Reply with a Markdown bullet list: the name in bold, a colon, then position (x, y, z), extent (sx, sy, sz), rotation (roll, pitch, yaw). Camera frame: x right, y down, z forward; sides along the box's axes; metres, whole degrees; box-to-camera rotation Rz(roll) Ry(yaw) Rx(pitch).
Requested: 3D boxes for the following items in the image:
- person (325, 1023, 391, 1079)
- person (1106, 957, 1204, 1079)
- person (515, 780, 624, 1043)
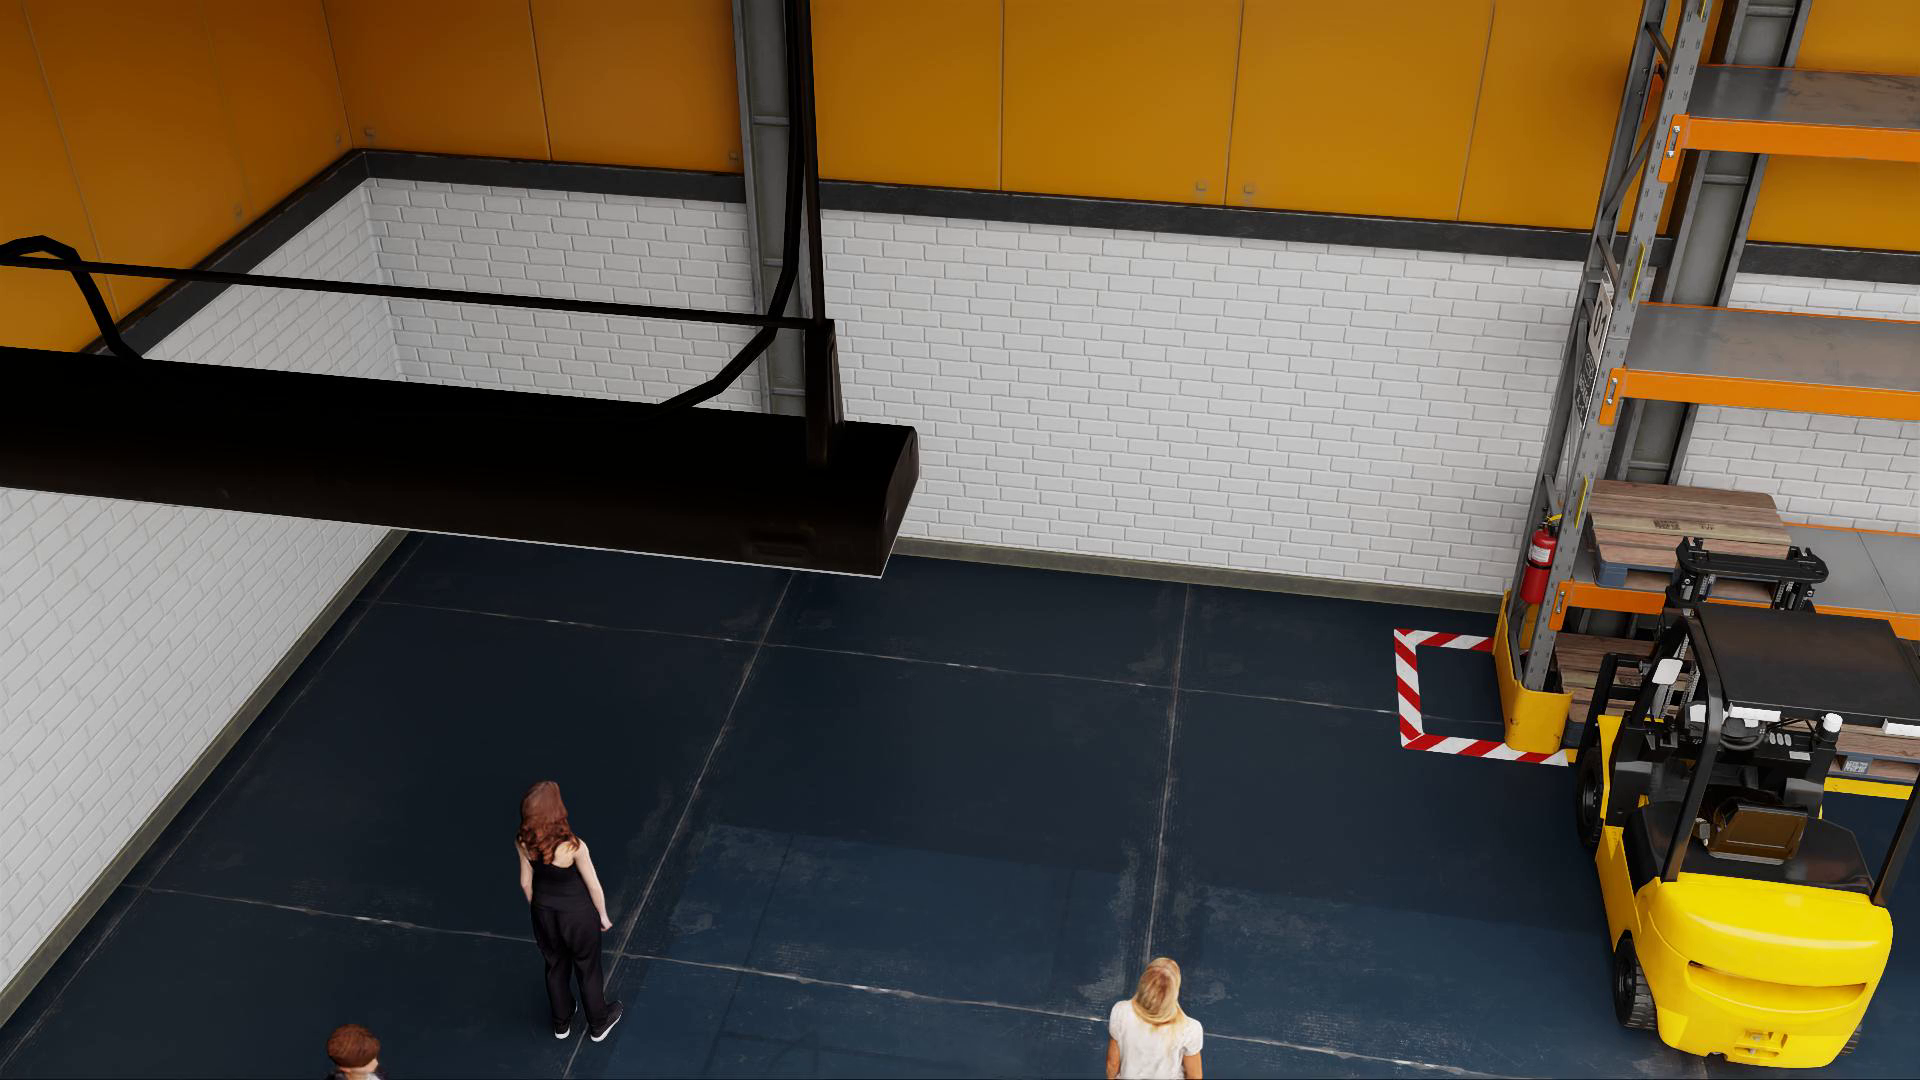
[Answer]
- **person**: position (-2.803, 2.755, 7.733), extent (0.631, 1.435, 0.569), rotation (3, 34, 4)
- **person**: position (0.875, 2.581, 7.657), extent (0.476, 1.809, 0.691), rotation (10, 35, 15)
- **person**: position (-2.074, 1.942, 8.673), extent (0.447, 1.747, 0.645), rotation (5, 34, 7)
